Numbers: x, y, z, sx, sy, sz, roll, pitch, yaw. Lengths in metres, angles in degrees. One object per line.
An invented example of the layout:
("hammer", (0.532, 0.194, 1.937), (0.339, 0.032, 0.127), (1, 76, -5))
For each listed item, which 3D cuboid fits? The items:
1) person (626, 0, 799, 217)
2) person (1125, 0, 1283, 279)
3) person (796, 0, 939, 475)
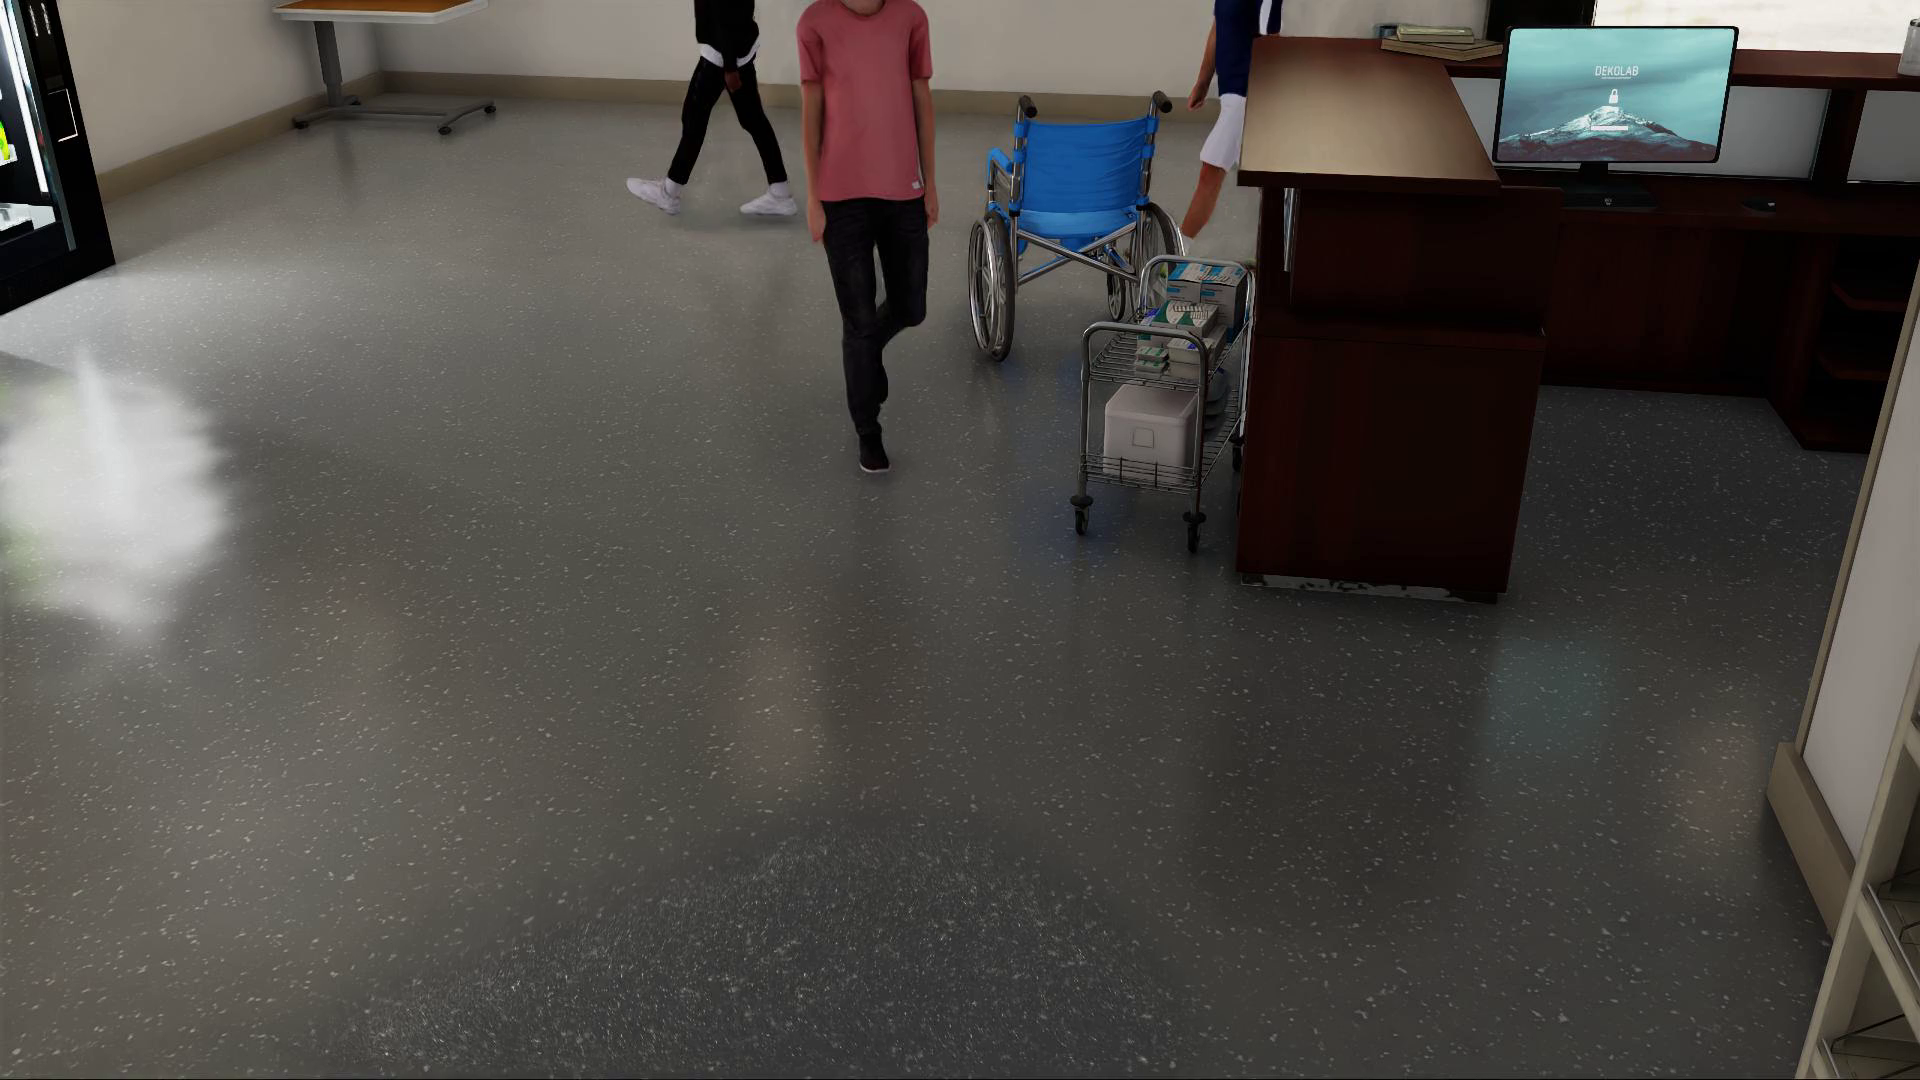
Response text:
("person", (-1.141, -2.574, 8.868), (0.764, 1.776, 1.085), (3, 26, 6))
("person", (1.424, -2.085, 7.850), (0.964, 1.780, 1.178), (-5, 26, -10))
("person", (-0.333, -1.235, 5.903), (0.893, 1.941, 1.056), (-7, 27, -15))
